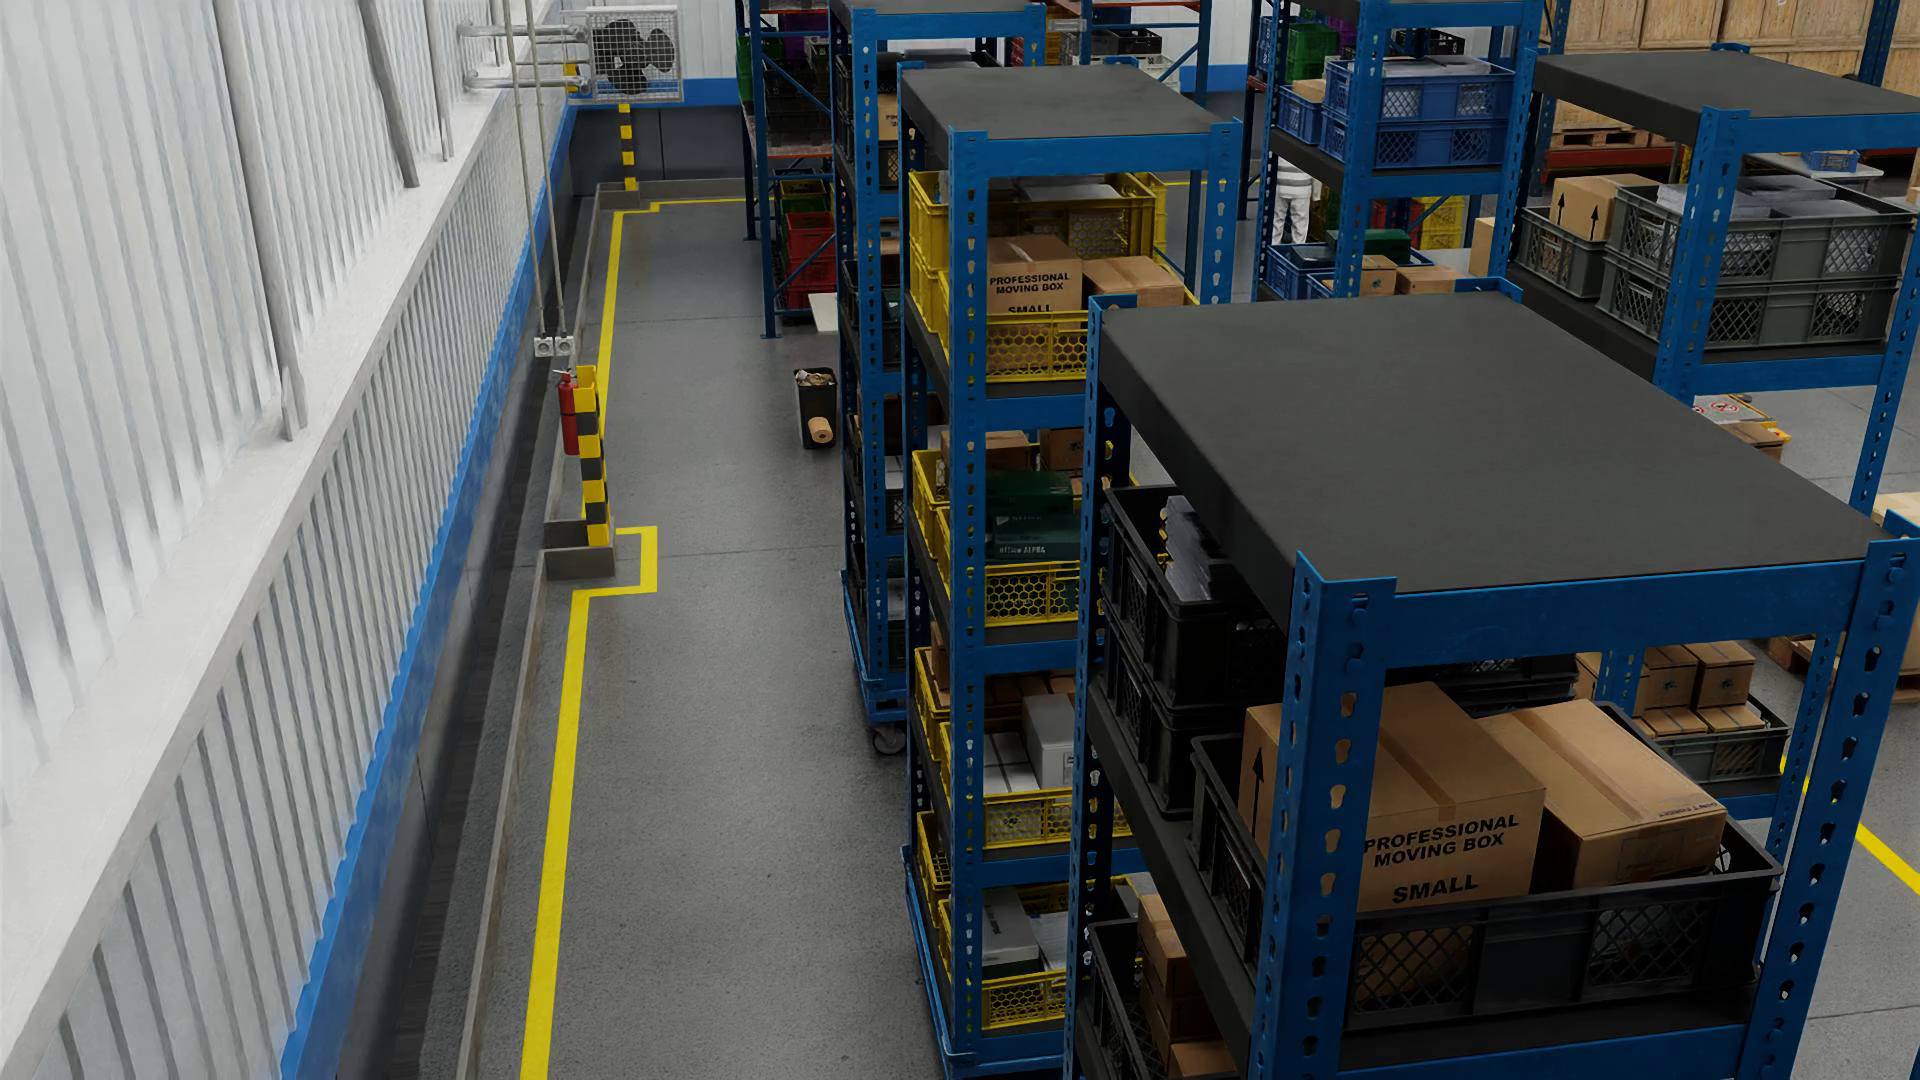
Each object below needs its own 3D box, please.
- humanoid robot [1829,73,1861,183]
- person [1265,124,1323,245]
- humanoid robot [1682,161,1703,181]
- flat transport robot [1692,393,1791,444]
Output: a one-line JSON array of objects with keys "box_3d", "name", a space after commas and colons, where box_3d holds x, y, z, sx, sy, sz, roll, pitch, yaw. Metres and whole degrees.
[{"box_3d": [9.089, -4.011, 17.314, 0.603, 1.657, 0.316, -14, 28, -27], "name": "humanoid robot"}, {"box_3d": [3.049, -3.190, 15.304, 0.574, 1.882, 0.356, 11, 27, 23], "name": "person"}, {"box_3d": [7.375, -3.663, 16.560, 0.331, 1.657, 0.584, 5, 25, 10], "name": "humanoid robot"}, {"box_3d": [5.224, -0.859, 12.132, 1.431, 0.197, 0.652, -4, 25, -8], "name": "flat transport robot"}]
